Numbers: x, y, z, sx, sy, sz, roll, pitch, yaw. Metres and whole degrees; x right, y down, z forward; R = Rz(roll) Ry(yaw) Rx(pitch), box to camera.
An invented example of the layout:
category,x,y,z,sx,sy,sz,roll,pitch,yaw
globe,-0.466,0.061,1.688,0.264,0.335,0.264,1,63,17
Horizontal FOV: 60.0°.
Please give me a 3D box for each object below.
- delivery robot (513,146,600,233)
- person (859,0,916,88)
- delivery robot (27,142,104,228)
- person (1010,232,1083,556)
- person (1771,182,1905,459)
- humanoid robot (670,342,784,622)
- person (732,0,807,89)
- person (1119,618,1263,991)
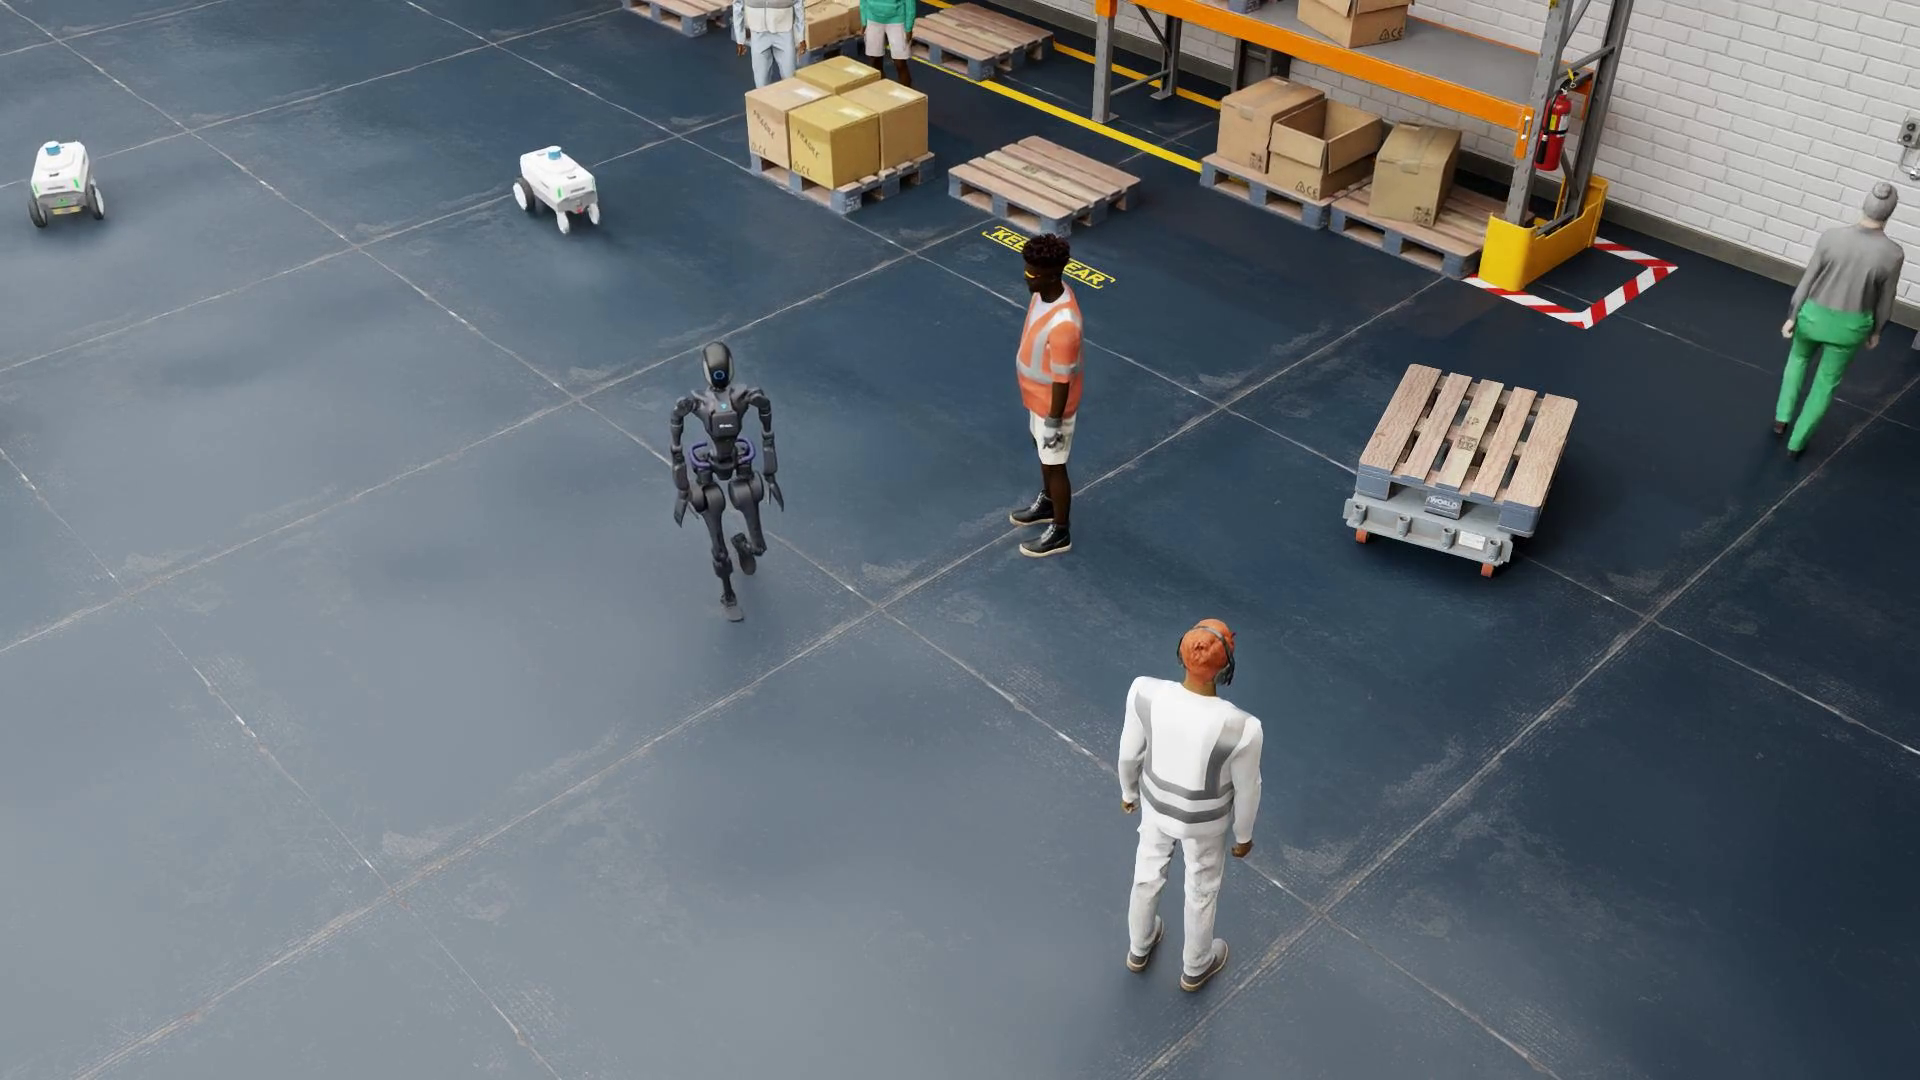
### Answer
category,x,y,z,sx,sy,sz,roll,pitch,yaw
delivery robot,-3.138,-2.775,12.986,0.499,0.614,0.815,-24,43,-29
person,-0.602,-4.400,14.056,0.498,1.843,0.401,12,39,15
delivery robot,-7.019,-2.799,13.018,0.499,0.614,0.803,-12,39,-15
person,0.489,-0.799,9.195,0.367,1.958,0.597,-4,37,-5
person,5.313,-1.357,10.039,0.548,1.819,0.570,23,43,27
humanoid robot,-1.262,-0.353,8.834,0.589,1.641,0.489,-12,39,-15
person,-1.561,-4.187,13.720,0.598,1.909,0.401,0,37,0
person,0.919,1.093,6.747,0.582,1.882,0.337,18,41,23
